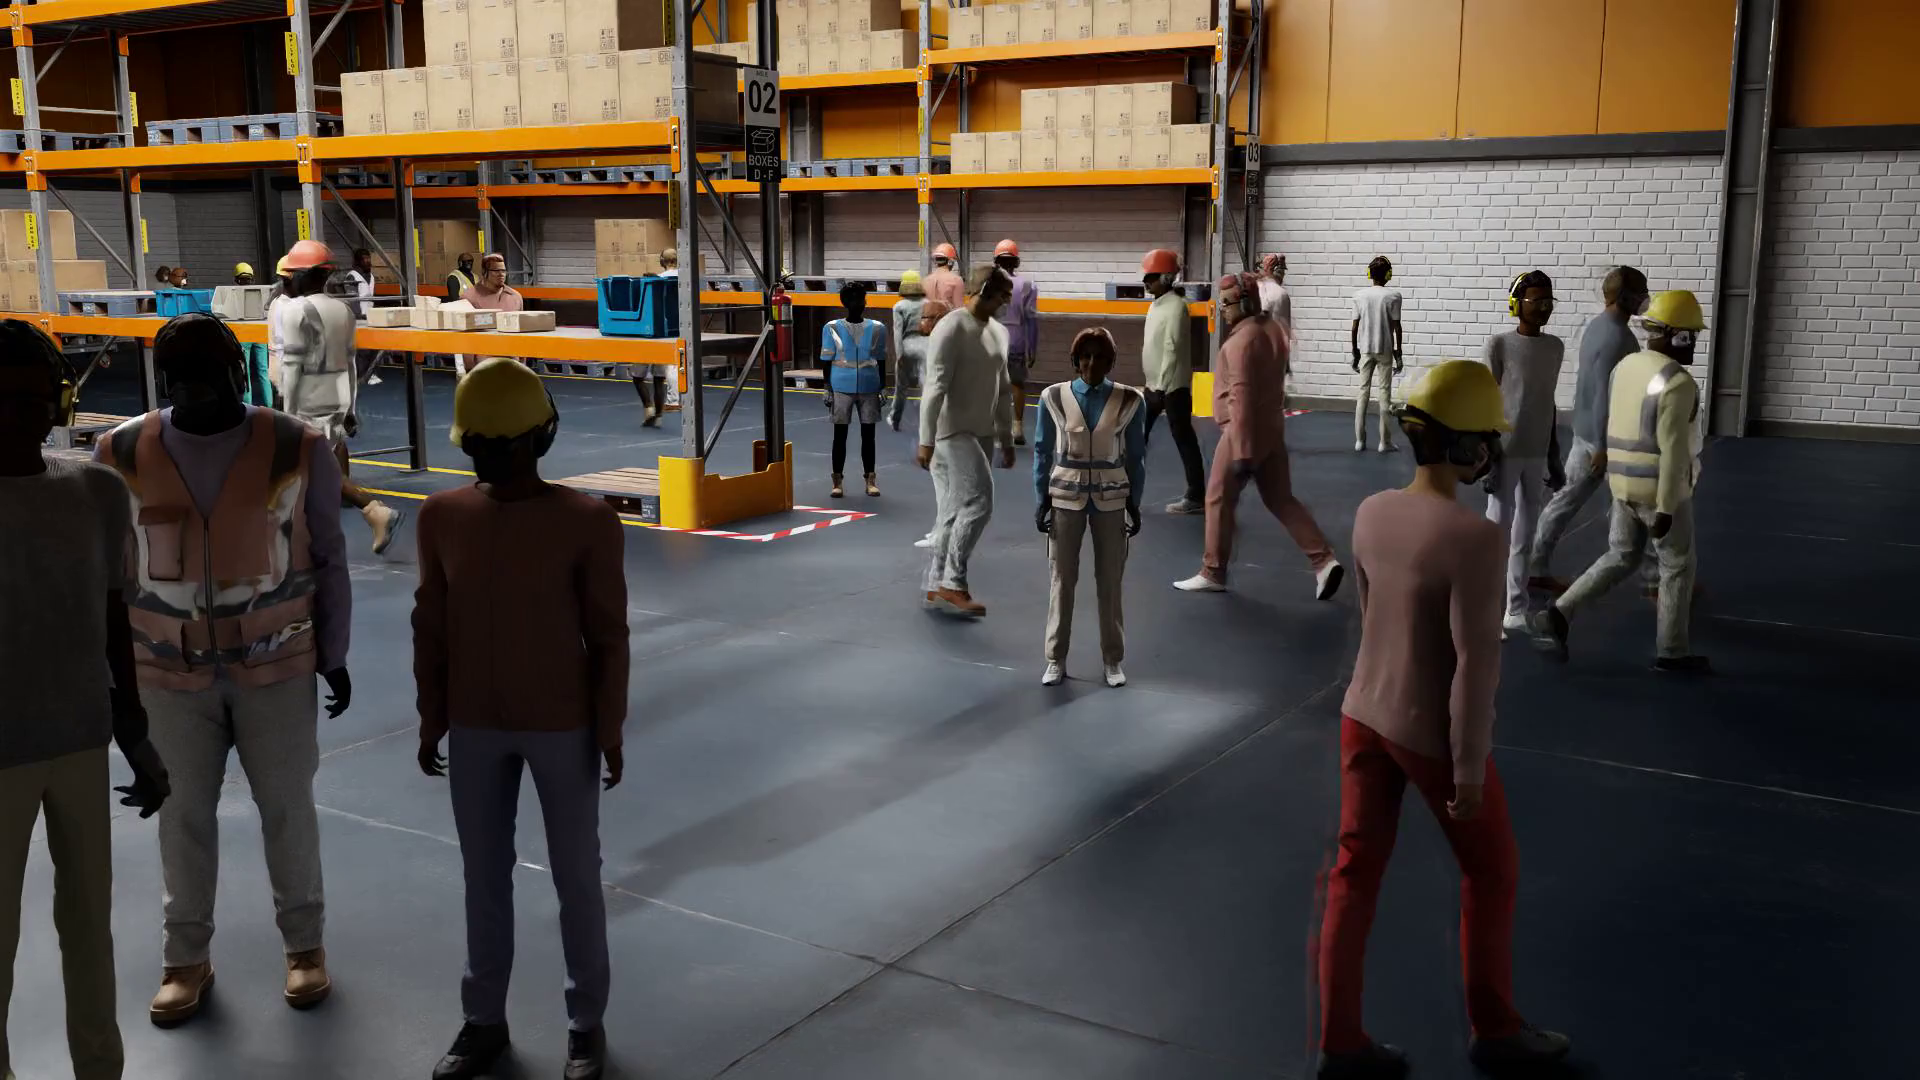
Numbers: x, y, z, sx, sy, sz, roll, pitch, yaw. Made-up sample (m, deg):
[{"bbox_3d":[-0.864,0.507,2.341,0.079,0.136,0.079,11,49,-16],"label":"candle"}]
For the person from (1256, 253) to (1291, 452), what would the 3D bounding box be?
[{"bbox_3d":[2.956,-1.776,15.882,0.399,1.897,0.647,-4,11,-22],"label":"person"}]

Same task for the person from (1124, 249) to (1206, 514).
[{"bbox_3d":[1.392,-1.132,12.153,0.996,1.942,0.650,-3,11,-15],"label":"person"}]

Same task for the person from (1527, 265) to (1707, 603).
[{"bbox_3d":[3.654,-0.580,9.289,1.009,1.885,0.647,2,10,9],"label":"person"}]

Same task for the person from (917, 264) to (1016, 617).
[{"bbox_3d":[0.083,-0.534,8.993,0.602,1.896,0.688,6,12,31],"label":"person"}]

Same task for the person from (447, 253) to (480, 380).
[{"bbox_3d":[-7.168,-3.251,24.208,0.430,1.840,0.625,4,11,19],"label":"person"}]

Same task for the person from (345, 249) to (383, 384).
[{"bbox_3d":[-8.360,-3.127,23.348,0.467,1.898,0.593,3,11,17],"label":"person"}]

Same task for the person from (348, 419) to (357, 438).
[{"bbox_3d":[-6.322,-1.758,16.509,0.556,1.626,0.515,6,12,30],"label":"person"}]

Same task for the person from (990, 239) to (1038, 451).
[{"bbox_3d":[0.423,-1.881,16.097,0.621,2.026,0.551,-1,10,-5],"label":"person"}]

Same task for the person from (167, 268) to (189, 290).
[{"bbox_3d":[-10.953,-2.992,23.386,0.284,1.616,0.498,-2,11,-13],"label":"person"}]

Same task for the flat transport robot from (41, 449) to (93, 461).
[{"bbox_3d":[-7.549,-0.611,13.918,1.431,0.197,0.652,5,11,24],"label":"flat transport robot"}]

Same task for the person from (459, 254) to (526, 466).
[{"bbox_3d":[-4.140,-1.593,14.873,0.395,1.899,0.640,9,14,41],"label":"person"}]

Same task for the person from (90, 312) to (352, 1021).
[{"bbox_3d":[-1.920,0.331,4.348,0.636,1.842,0.429,-3,11,-16],"label":"person"}]

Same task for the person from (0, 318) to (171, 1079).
[{"bbox_3d":[-1.957,0.465,3.553,0.333,1.864,0.520,7,13,35],"label":"person"}]

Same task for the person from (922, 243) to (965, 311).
[{"bbox_3d":[-0.157,-2.376,18.939,0.652,1.980,0.466,8,13,38],"label":"person"}]

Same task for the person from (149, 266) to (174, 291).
[{"bbox_3d":[-13.595,-3.886,28.432,0.894,1.583,0.509,6,12,30],"label":"person"}]

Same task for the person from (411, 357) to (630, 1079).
[{"bbox_3d":[-1.045,0.446,3.950,0.523,1.759,0.335,1,10,7],"label":"person"}]

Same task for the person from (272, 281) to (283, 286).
[{"bbox_3d":[-8.012,-2.509,20.122,0.591,1.829,0.404,-9,14,-42],"label":"person"}]

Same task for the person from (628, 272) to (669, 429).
[{"bbox_3d":[-3.310,-2.031,17.874,0.557,1.676,0.357,-6,12,-29],"label":"person"}]

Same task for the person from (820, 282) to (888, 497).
[{"bbox_3d":[-0.829,-1.180,13.120,0.541,1.696,0.315,-2,10,-11],"label":"person"}]

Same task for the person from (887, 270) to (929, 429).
[{"bbox_3d":[-0.505,-1.963,17.447,0.496,1.705,0.852,-3,11,-18],"label":"person"}]

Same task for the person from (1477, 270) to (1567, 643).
[{"bbox_3d":[2.854,-0.421,8.435,0.519,1.873,0.328,-4,11,-23],"label":"person"}]

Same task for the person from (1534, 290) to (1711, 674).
[{"bbox_3d":[3.124,-0.252,7.692,0.765,1.802,0.587,-2,10,-13],"label":"person"}]

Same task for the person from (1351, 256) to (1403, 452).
[{"bbox_3d":[4.003,-1.778,15.955,0.513,1.872,0.328,6,12,30],"label":"person"}]

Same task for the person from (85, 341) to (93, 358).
[{"bbox_3d":[-14.884,-3.881,27.592,0.579,1.889,0.954,10,14,43],"label":"person"}]

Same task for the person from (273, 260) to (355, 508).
[{"bbox_3d":[-4.856,-1.174,12.496,0.527,1.930,0.573,10,14,44],"label":"person"}]

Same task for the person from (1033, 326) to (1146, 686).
[{"bbox_3d":[0.586,-0.149,7.570,0.513,1.640,0.307,1,10,3],"label":"person"}]

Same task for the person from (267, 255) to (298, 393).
[{"bbox_3d":[-5.143,-1.247,12.893,0.397,1.919,0.589,-5,11,-26],"label":"person"}]

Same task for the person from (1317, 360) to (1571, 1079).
[{"bbox_3d":[1.179,0.444,3.987,0.760,1.736,0.544,-5,11,-25],"label":"person"}]

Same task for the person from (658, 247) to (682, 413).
[{"bbox_3d":[-3.356,-2.457,19.532,0.349,1.935,0.635,8,13,38],"label":"person"}]

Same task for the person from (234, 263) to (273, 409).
[{"bbox_3d":[-8.104,-2.264,18.938,0.314,1.767,0.534,10,14,43],"label":"person"}]

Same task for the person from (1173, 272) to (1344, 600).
[{"bbox_3d":[1.699,-0.572,9.320,0.956,1.853,0.688,7,12,34],"label":"person"}]

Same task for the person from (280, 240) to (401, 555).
[{"bbox_3d":[-3.932,-0.858,10.437,0.812,2.026,0.611,2,10,11],"label":"person"}]

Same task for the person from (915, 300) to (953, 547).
[{"bbox_3d":[-0.141,-0.767,11.008,0.280,1.633,0.500,3,11,14],"label":"person"}]
